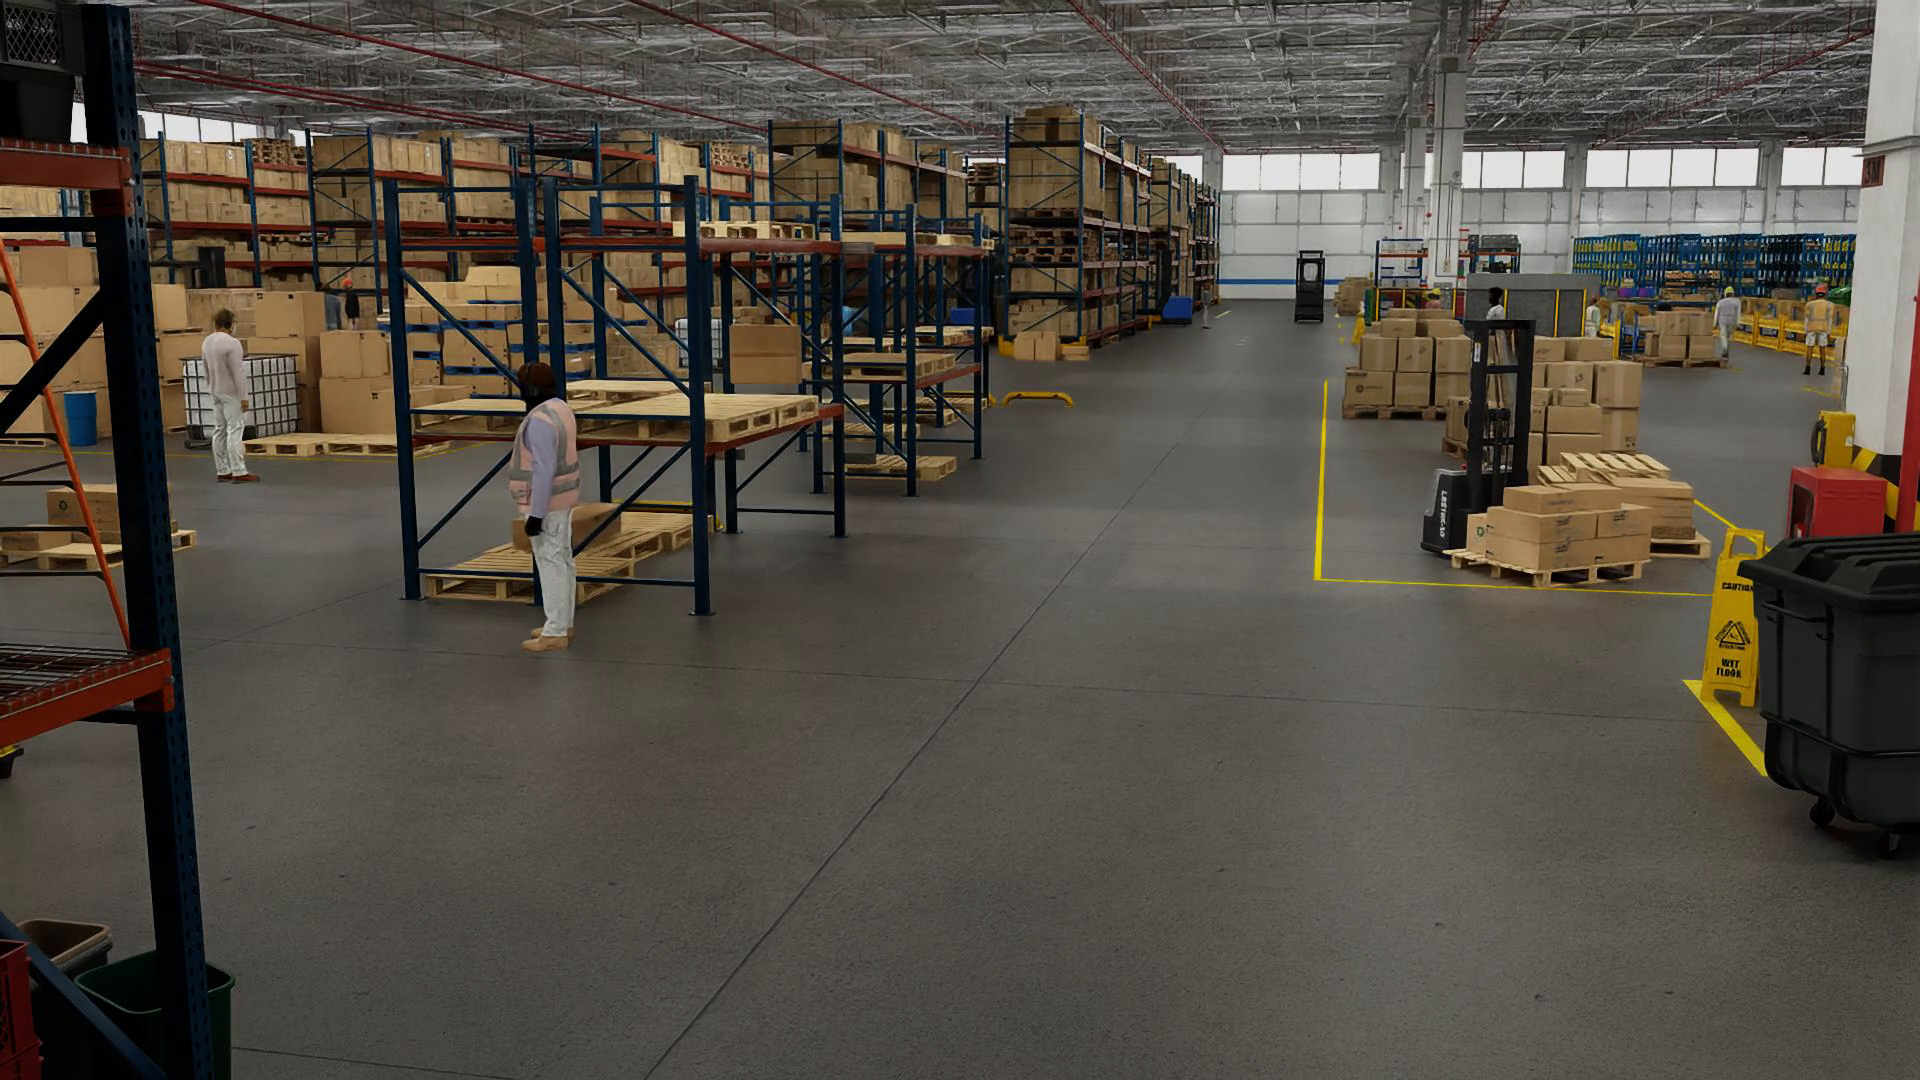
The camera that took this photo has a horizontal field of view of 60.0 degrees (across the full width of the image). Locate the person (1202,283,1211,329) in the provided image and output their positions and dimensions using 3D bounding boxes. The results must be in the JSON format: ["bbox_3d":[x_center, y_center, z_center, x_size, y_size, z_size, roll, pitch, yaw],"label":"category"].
[{"bbox_3d":[8.783,-8.327,59.202,0.275,1.632,0.507,0,10,1],"label":"person"}]

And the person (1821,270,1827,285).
[{"bbox_3d":[42.908,-12.479,82.725,0.379,1.994,0.611,4,10,21],"label":"person"}]

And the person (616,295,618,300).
[{"bbox_3d":[-8.493,-5.252,41.006,0.526,1.631,0.313,1,10,3],"label":"person"}]

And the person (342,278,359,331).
[{"bbox_3d":[-15.801,-5.800,43.183,0.402,1.992,0.615,-5,11,-28],"label":"person"}]

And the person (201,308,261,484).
[{"bbox_3d":[-8.081,-1.586,18.381,0.632,1.940,0.372,6,11,32],"label":"person"}]

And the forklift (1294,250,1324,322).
[{"bbox_3d":[13.778,-10.002,65.433,1.129,2.768,1.873,2,10,12],"label":"forklift"}]

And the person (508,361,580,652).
[{"bbox_3d":[-2.637,-0.213,10.558,0.430,1.838,0.619,0,10,-1],"label":"person"}]

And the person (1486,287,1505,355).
[{"bbox_3d":[9.934,-3.728,30.978,0.361,1.965,0.613,0,10,2],"label":"person"}]

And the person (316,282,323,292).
[{"bbox_3d":[-15.562,-5.328,40.608,0.596,1.915,0.372,-2,10,-12],"label":"person"}]

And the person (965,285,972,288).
[{"bbox_3d":[0.281,-7.542,54.499,0.540,1.655,0.863,1,10,8],"label":"person"}]

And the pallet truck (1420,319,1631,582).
[{"bbox_3d":[4.543,-0.757,13.299,0.823,1.965,1.885,-4,10,-22],"label":"pallet truck"}]

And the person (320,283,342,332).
[{"bbox_3d":[-14.597,-4.961,38.406,0.630,1.931,0.369,-7,12,-35],"label":"person"}]

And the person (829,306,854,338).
[{"bbox_3d":[-2.731,-4.770,38.004,0.558,1.665,0.540,-5,11,-26],"label":"person"}]

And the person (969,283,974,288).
[{"bbox_3d":[0.492,-8.720,61.576,0.491,1.618,0.501,3,10,20],"label":"person"}]

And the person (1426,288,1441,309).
[{"bbox_3d":[11.717,-5.336,41.096,0.322,1.769,0.523,-5,11,-26],"label":"person"}]

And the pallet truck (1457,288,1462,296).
[{"bbox_3d":[20.506,-9.785,68.819,0.653,1.274,1.630,2,10,12],"label":"pallet truck"}]

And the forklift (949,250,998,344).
[{"bbox_3d":[0.372,-7.009,47.710,1.129,2.768,1.873,2,10,12],"label":"forklift"}]

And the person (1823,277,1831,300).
[{"bbox_3d":[35.991,-10.097,69.336,0.620,1.744,0.532,2,10,11],"label":"person"}]

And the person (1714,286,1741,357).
[{"bbox_3d":[19.298,-5.477,41.821,0.601,1.807,0.761,2,10,11],"label":"person"}]

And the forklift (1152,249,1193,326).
[{"bbox_3d":[7.646,-9.320,61.395,1.873,2.768,1.129,2,10,11],"label":"forklift"}]

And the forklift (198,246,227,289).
[{"bbox_3d":[-20.615,-6.728,46.048,1.129,2.768,1.873,7,12,38],"label":"forklift"}]

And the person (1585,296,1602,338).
[{"bbox_3d":[14.599,-4.816,38.399,0.313,1.638,0.513,-2,10,-10],"label":"person"}]

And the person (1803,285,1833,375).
[{"bbox_3d":[18.374,-4.499,35.641,0.542,1.937,0.364,4,10,20],"label":"person"}]
